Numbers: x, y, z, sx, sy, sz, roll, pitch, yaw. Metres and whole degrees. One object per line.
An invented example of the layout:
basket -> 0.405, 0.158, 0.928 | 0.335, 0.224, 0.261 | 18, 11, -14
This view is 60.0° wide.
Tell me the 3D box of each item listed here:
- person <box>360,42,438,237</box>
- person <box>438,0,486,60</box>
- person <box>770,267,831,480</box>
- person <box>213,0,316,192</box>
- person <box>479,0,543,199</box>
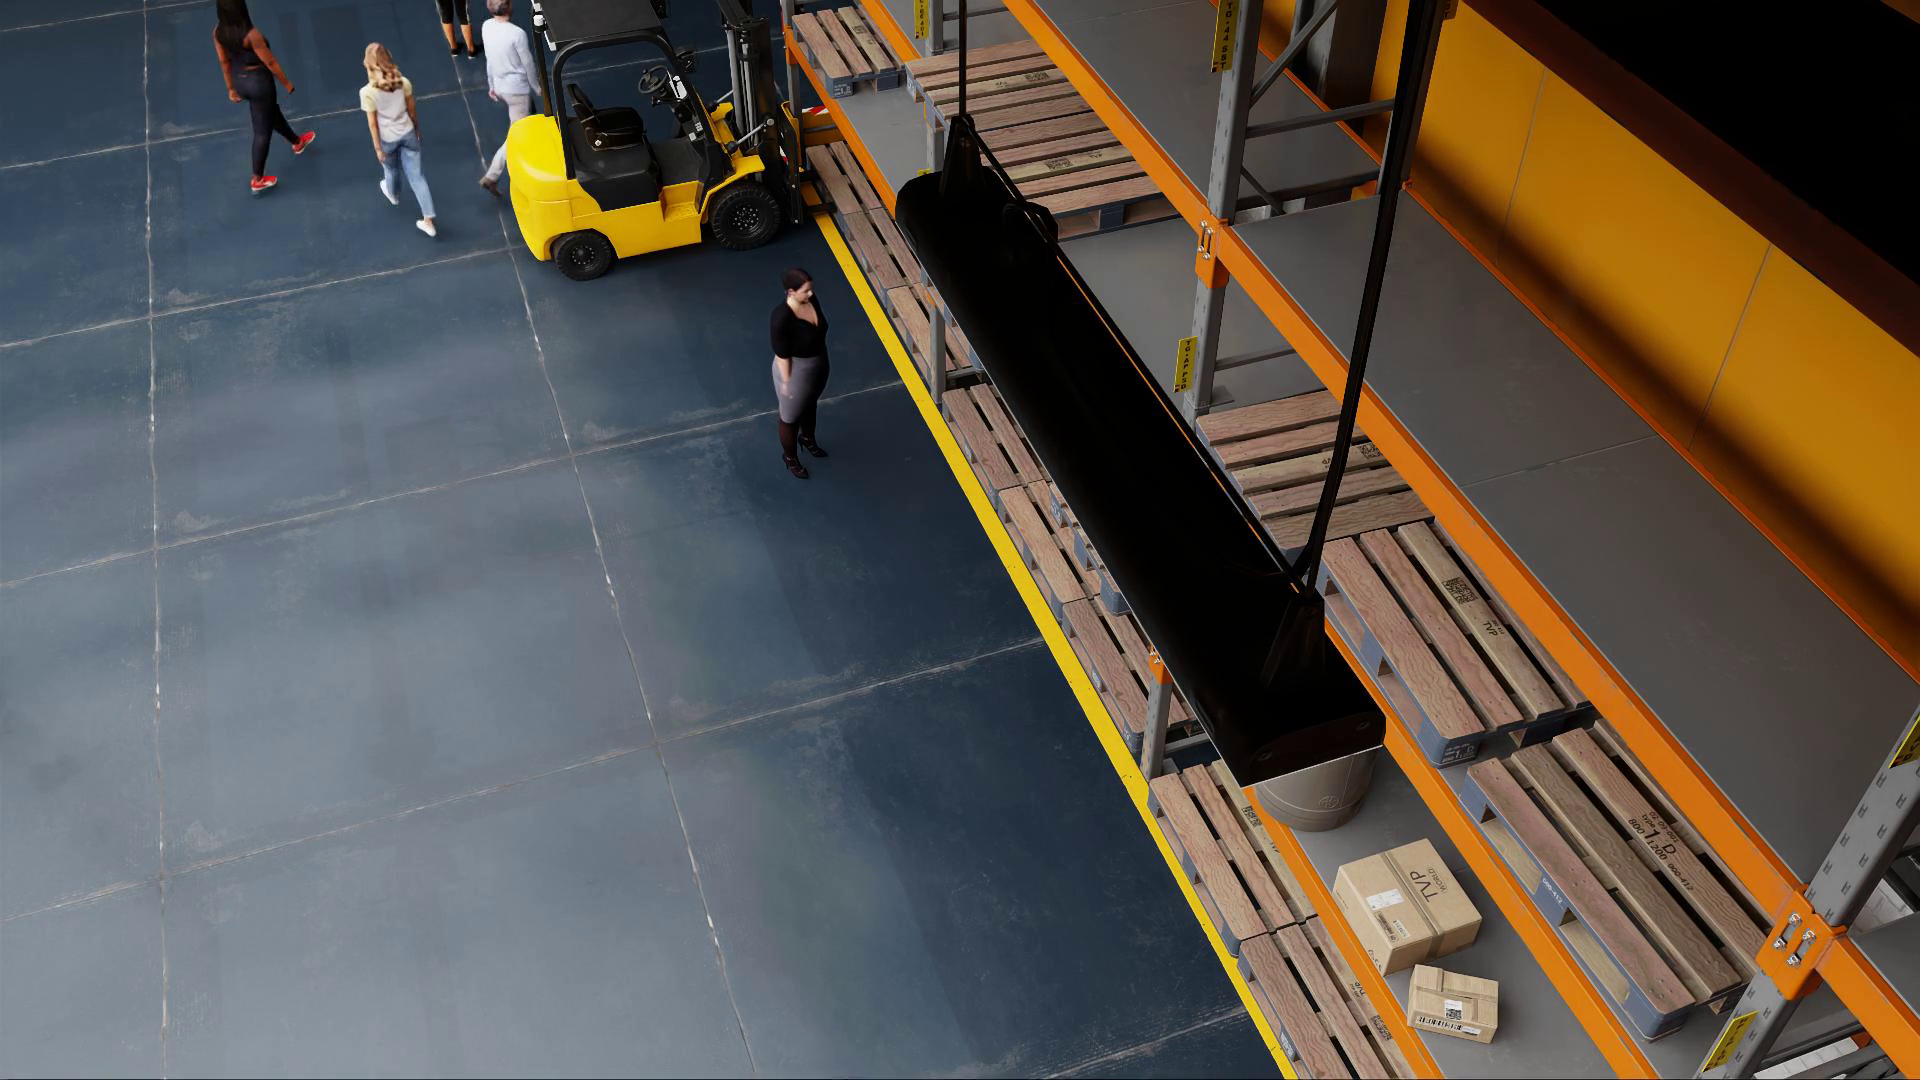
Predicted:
person -> -4.808, -3.412, 14.400 | 0.923, 1.654, 1.243 | -32, 52, -29
person -> -5.169, -5.675, 16.765 | 0.669, 1.668, 0.709 | 12, 45, 12
person -> -1.168, -1.230, 12.035 | 0.825, 1.757, 0.775 | 20, 47, 20
person -> -6.364, -3.998, 14.939 | 1.203, 1.759, 1.294 | 16, 46, 16
person -> -4.035, -3.934, 14.809 | 1.257, 1.846, 1.053 | 33, 53, 30
